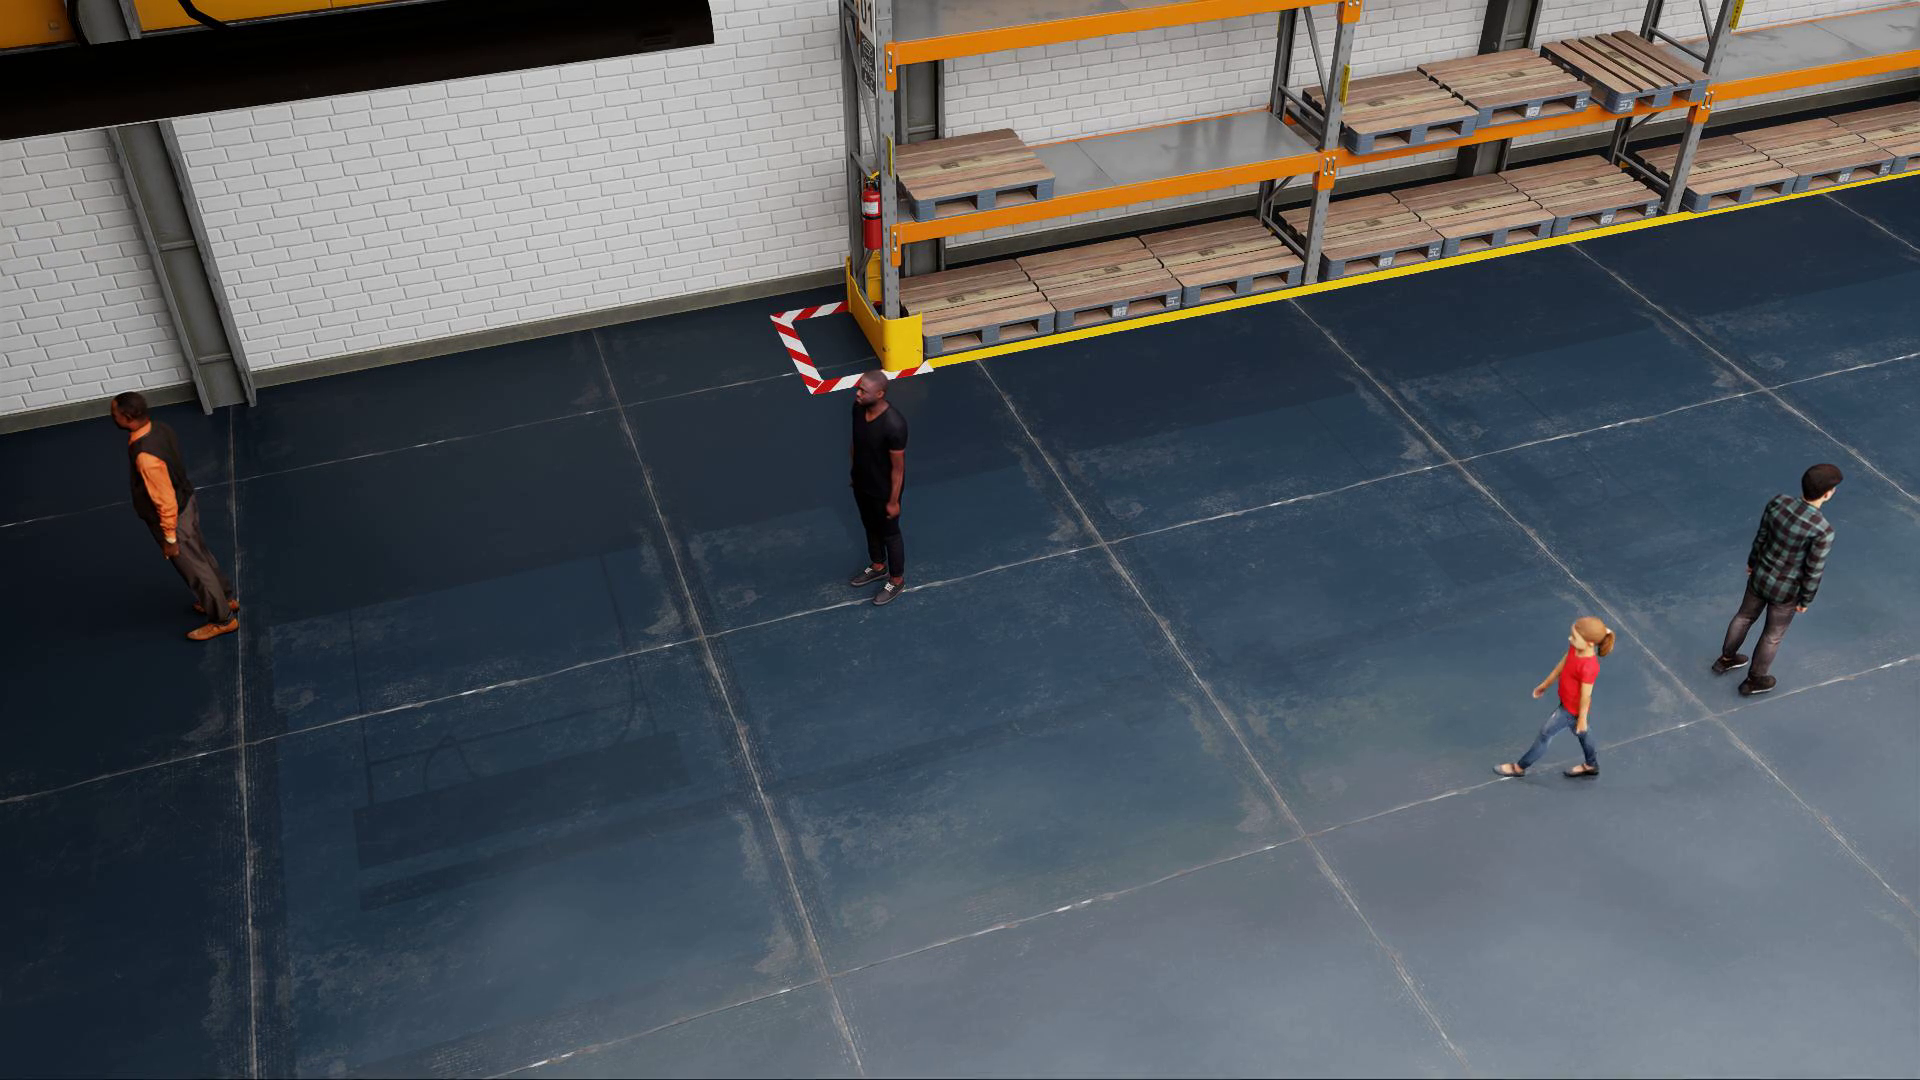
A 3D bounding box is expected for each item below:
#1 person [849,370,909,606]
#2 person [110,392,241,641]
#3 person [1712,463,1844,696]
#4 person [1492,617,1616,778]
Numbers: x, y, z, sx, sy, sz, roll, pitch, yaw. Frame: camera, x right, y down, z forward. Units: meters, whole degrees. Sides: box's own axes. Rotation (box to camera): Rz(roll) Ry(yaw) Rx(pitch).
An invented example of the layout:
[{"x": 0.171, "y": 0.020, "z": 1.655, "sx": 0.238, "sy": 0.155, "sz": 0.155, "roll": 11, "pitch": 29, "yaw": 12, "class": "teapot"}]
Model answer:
[{"x": -0.549, "y": -0.376, "z": 11.256, "sx": 0.676, "sy": 1.819, "sz": 0.732, "roll": -27, "pitch": 46, "yaw": -30, "class": "person"}, {"x": -5.149, "y": -0.164, "z": 10.920, "sx": 0.629, "sy": 1.907, "sz": 0.715, "roll": -9, "pitch": 40, "yaw": -11, "class": "person"}, {"x": 5.193, "y": 0.238, "z": 10.536, "sx": 0.570, "sy": 1.709, "sz": 0.691, "roll": -19, "pitch": 43, "yaw": -23, "class": "person"}, {"x": 3.749, "y": 0.976, "z": 9.996, "sx": 0.925, "sy": 1.278, "sz": 0.738, "roll": 5, "pitch": 39, "yaw": 7, "class": "person"}]
